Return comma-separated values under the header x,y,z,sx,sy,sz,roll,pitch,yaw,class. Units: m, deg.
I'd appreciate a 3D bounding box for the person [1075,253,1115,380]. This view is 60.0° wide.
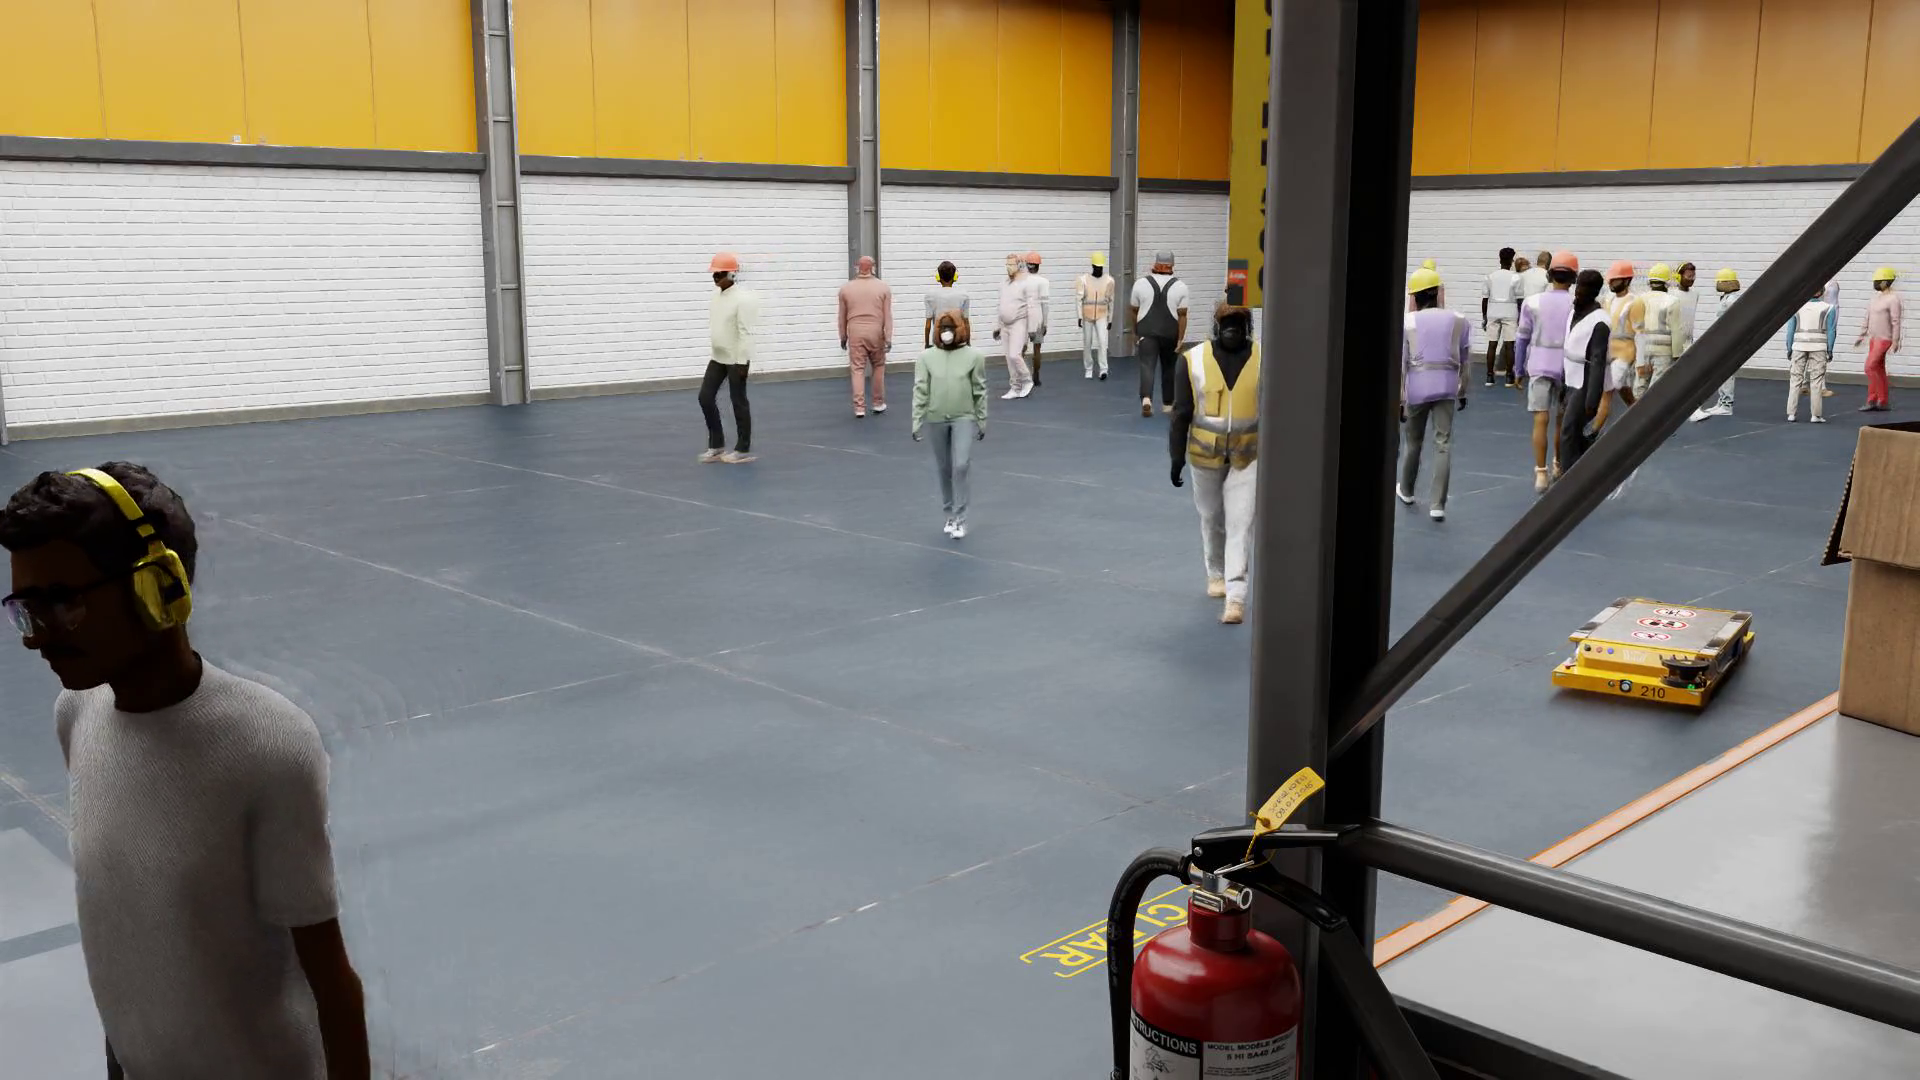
x,y,z,sx,sy,sz,roll,pitch,yaw,class
1.996,-3.288,24.543,0.604,1.866,1.001,0,10,-2,person

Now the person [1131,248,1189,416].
x,y,z,sx,sy,sz,roll,pitch,yaw,class
2.365,-2.499,19.769,0.677,2.000,1.009,1,10,8,person

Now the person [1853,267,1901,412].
x,y,z,sx,sy,sz,roll,pitch,yaw,class
11.073,-2.420,20.152,0.610,1.748,0.532,0,10,1,person

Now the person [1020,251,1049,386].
x,y,z,sx,sy,sz,roll,pitch,yaw,class
0.974,-3.096,23.369,0.551,1.916,0.689,3,11,18,person

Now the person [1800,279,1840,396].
x,y,z,sx,sy,sz,roll,pitch,yaw,class
11.435,-2.835,22.155,0.429,1.840,0.629,-3,11,-17,person

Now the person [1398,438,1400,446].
x,y,z,sx,sy,sz,roll,pitch,yaw,class
2.530,-0.760,10.630,0.553,1.929,0.432,-4,11,-19,person

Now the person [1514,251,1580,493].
x,y,z,sx,sy,sz,roll,pitch,yaw,class
5.024,-1.431,14.068,0.634,1.989,1.032,4,11,22,person

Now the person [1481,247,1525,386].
x,y,z,sx,sy,sz,roll,pitch,yaw,class
7.693,-3.159,23.574,0.608,1.966,0.374,7,13,35,person

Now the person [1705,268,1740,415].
x,y,z,sx,sy,sz,roll,pitch,yaw,class
9.104,-2.361,19.833,0.317,1.741,0.492,3,11,17,person

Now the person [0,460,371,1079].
x,y,z,sx,sy,sz,roll,pitch,yaw,class
-1.025,0.808,2.282,0.687,1.836,0.628,5,11,25,person

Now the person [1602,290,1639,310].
x,y,z,sx,sy,sz,roll,pitch,yaw,class
9.297,-2.963,23.463,0.522,1.622,0.634,4,11,21,person

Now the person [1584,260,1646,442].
x,y,z,sx,sy,sz,roll,pitch,yaw,class
6.607,-1.849,16.662,1.008,1.886,0.566,-2,11,-9,person

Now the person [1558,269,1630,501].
x,y,z,sx,sy,sz,roll,pitch,yaw,class
4.876,-1.151,12.851,0.661,1.881,0.631,1,10,5,person

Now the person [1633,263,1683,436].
x,y,z,sx,sy,sz,roll,pitch,yaw,class
7.406,-2.015,17.690,0.404,1.837,0.590,-7,13,-34,person

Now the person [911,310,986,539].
x,y,z,sx,sy,sz,roll,pitch,yaw,class
-0.091,-0.808,11.722,0.517,1.599,0.739,2,11,9,person

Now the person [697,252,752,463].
x,y,z,sx,sy,sz,roll,pitch,yaw,class
-2.211,-1.679,15.462,0.644,1.973,0.655,-10,14,-43,person

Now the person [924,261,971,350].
x,y,z,sx,sy,sz,roll,pitch,yaw,class
-0.131,-2.011,17.612,0.514,1.861,0.329,0,10,-1,person

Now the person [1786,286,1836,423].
x,y,z,sx,sy,sz,roll,pitch,yaw,class
9.679,-2.145,18.943,0.510,1.639,0.308,9,14,39,person

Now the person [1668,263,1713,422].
x,y,z,sx,sy,sz,roll,pitch,yaw,class
8.324,-2.282,19.228,0.555,1.811,0.998,-3,11,-16,person

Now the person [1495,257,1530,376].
x,y,z,sx,sy,sz,roll,pitch,yaw,class
8.414,-3.360,25.149,0.540,1.797,0.610,4,11,22,person

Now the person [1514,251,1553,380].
x,y,z,sx,sy,sz,roll,pitch,yaw,class
8.528,-3.308,24.587,0.847,1.891,0.646,-5,12,-26,person

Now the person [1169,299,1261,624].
x,y,z,sx,sy,sz,roll,pitch,yaw,class
1.518,-0.485,9.487,0.633,1.799,0.979,2,11,10,person

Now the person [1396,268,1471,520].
x,y,z,sx,sy,sz,roll,pitch,yaw,class
3.585,-1.127,12.739,0.615,1.869,1.001,1,10,6,person

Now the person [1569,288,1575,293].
x,y,z,sx,sy,sz,roll,pitch,yaw,class
8.894,-3.190,24.651,0.499,1.633,0.280,8,13,37,person

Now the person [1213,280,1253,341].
x,y,z,sx,sy,sz,roll,pitch,yaw,class
3.473,-2.553,21.175,0.507,1.632,0.273,2,11,8,person

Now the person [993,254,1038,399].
x,y,z,sx,sy,sz,roll,pitch,yaw,class
0.695,-2.768,21.639,0.433,1.890,0.657,-8,13,-37,person

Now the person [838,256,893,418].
x,y,z,sx,sy,sz,roll,pitch,yaw,class
-1.098,-2.406,19.703,0.669,1.870,0.892,1,10,5,person

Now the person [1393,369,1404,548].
x,y,z,sx,sy,sz,roll,pitch,yaw,class
2.603,-0.658,10.748,0.548,1.653,0.862,5,11,25,person

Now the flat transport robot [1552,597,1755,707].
x,y,z,sx,sy,sz,roll,pitch,yaw,class
3.429,0.518,8.151,0.652,0.197,1.431,7,12,33,flat transport robot

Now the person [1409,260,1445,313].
x,y,z,sx,sy,sz,roll,pitch,yaw,class
6.999,-3.314,24.965,0.523,1.769,0.313,5,11,24,person

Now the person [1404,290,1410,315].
x,y,z,sx,sy,sz,roll,pitch,yaw,class
4.926,-2.326,19.384,0.584,1.848,0.955,1,10,5,person
